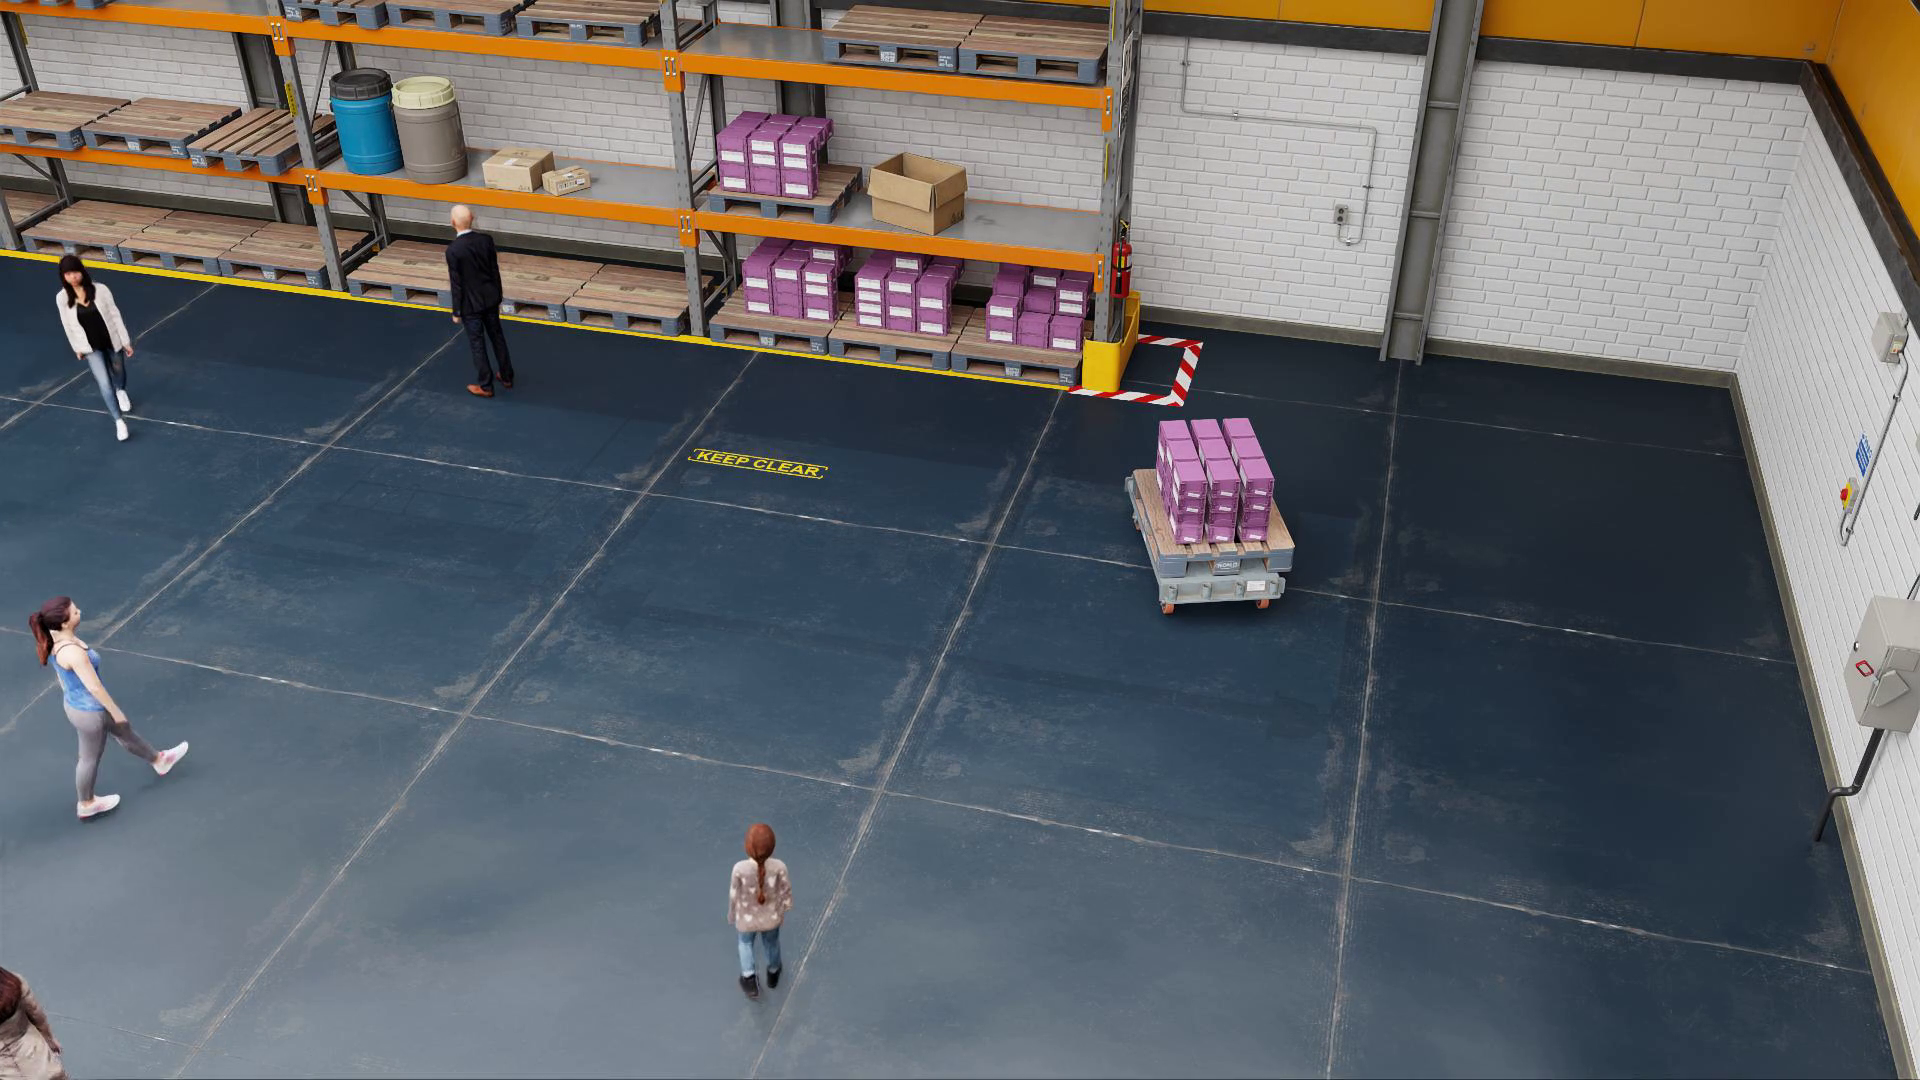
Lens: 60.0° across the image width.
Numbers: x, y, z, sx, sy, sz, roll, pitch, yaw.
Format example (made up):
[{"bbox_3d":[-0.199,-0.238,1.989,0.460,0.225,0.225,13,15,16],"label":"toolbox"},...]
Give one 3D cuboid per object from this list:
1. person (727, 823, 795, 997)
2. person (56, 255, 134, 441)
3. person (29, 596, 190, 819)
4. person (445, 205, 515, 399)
[{"bbox_3d":[-1.101,2.061,9.143,0.568,1.190,0.665,-6,34,-9],"label":"person"},{"bbox_3d":[-7.485,-1.742,14.491,1.045,1.604,1.109,-18,38,-25],"label":"person"},{"bbox_3d":[-5.462,1.068,10.283,0.978,1.581,1.009,-26,42,-34],"label":"person"},{"bbox_3d":[-4.327,-2.144,14.920,0.735,1.798,0.771,25,41,33],"label":"person"}]
